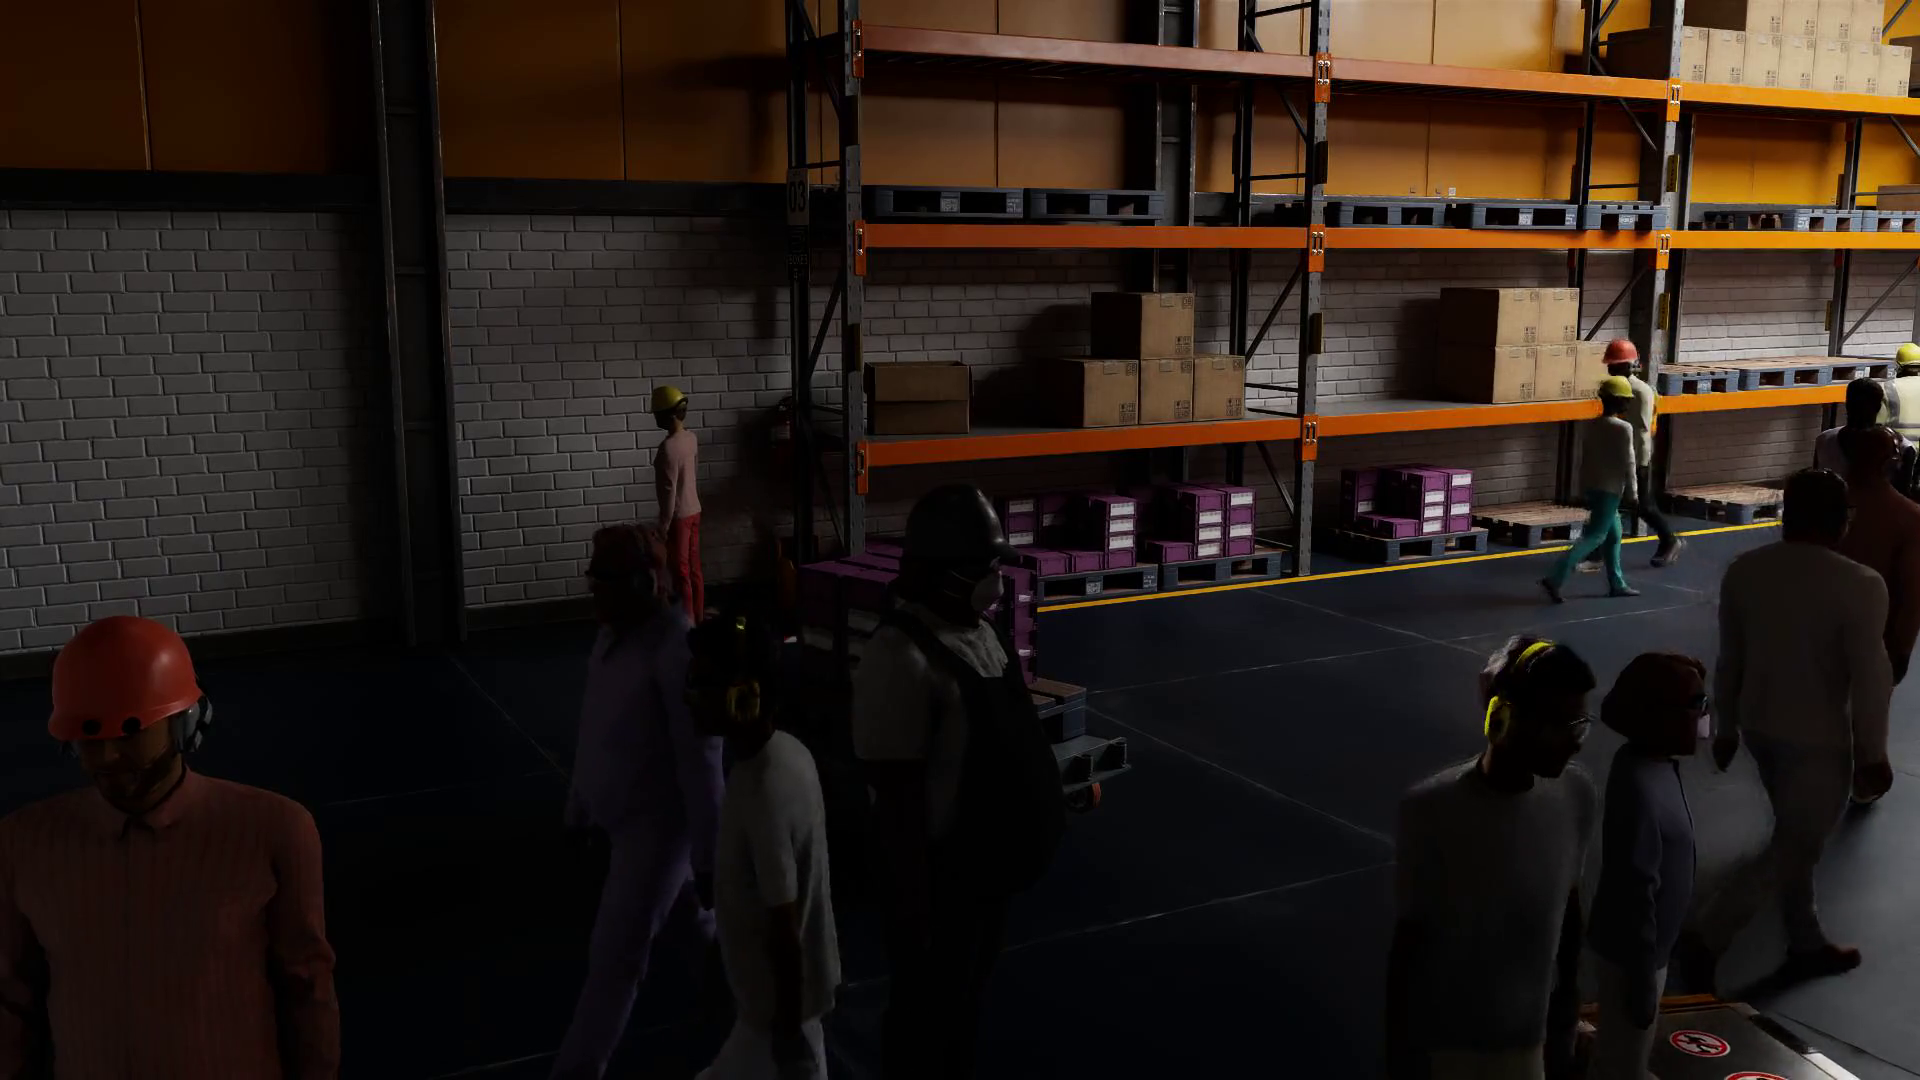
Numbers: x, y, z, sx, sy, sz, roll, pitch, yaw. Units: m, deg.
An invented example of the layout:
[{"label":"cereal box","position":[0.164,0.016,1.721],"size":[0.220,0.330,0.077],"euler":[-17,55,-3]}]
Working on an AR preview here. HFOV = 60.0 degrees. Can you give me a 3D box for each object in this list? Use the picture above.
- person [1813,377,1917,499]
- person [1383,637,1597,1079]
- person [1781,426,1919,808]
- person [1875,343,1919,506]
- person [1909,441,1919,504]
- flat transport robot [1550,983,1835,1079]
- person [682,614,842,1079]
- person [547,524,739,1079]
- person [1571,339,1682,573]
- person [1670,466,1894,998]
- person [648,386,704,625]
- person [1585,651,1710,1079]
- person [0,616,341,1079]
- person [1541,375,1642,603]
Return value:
[{"label":"person","position":[5.277,-0.004,9.828],"size":[0.392,1.917,0.592],"euler":[-7,12,-34]},{"label":"person","position":[1.145,1.095,3.721],"size":[0.512,1.849,0.556],"euler":[0,10,-2]},{"label":"person","position":[4.110,0.402,7.647],"size":[0.631,1.850,0.968],"euler":[9,13,42]},{"label":"person","position":[8.392,-0.831,14.817],"size":[0.592,1.837,0.404],"euler":[1,10,5]},{"label":"person","position":[6.968,-0.291,11.692],"size":[0.551,1.835,0.845],"euler":[7,12,36]},{"label":"flat transport robot","position":[2.308,1.673,4.902],"size":[0.652,0.197,1.431],"euler":[-2,10,-11]},{"label":"person","position":[-0.553,1.072,3.852],"size":[0.871,1.837,0.509],"euler":[0,10,2]},{"label":"person","position":[-0.968,0.862,5.031],"size":[1.020,1.853,0.666],"euler":[-5,11,-28]},{"label":"person","position":[5.574,-0.686,13.694],"size":[0.953,1.955,0.621],"euler":[-3,10,-18]},{"label":"person","position":[2.902,0.689,5.882],"size":[0.908,1.914,0.630],"euler":[-3,10,-17]},{"label":"person","position":[-1.906,-0.152,11.131],"size":[0.321,1.761,0.522],"euler":[2,10,10]},{"label":"person","position":[1.786,1.087,4.358],"size":[0.283,1.633,0.497],"euler":[4,11,23]},{"label":"person","position":[-1.503,1.113,3.166],"size":[0.618,1.993,0.396],"euler":[-2,10,-12]},{"label":"person","position":[4.803,-0.379,12.547],"size":[0.866,1.728,0.519],"euler":[-2,10,-9]}]
